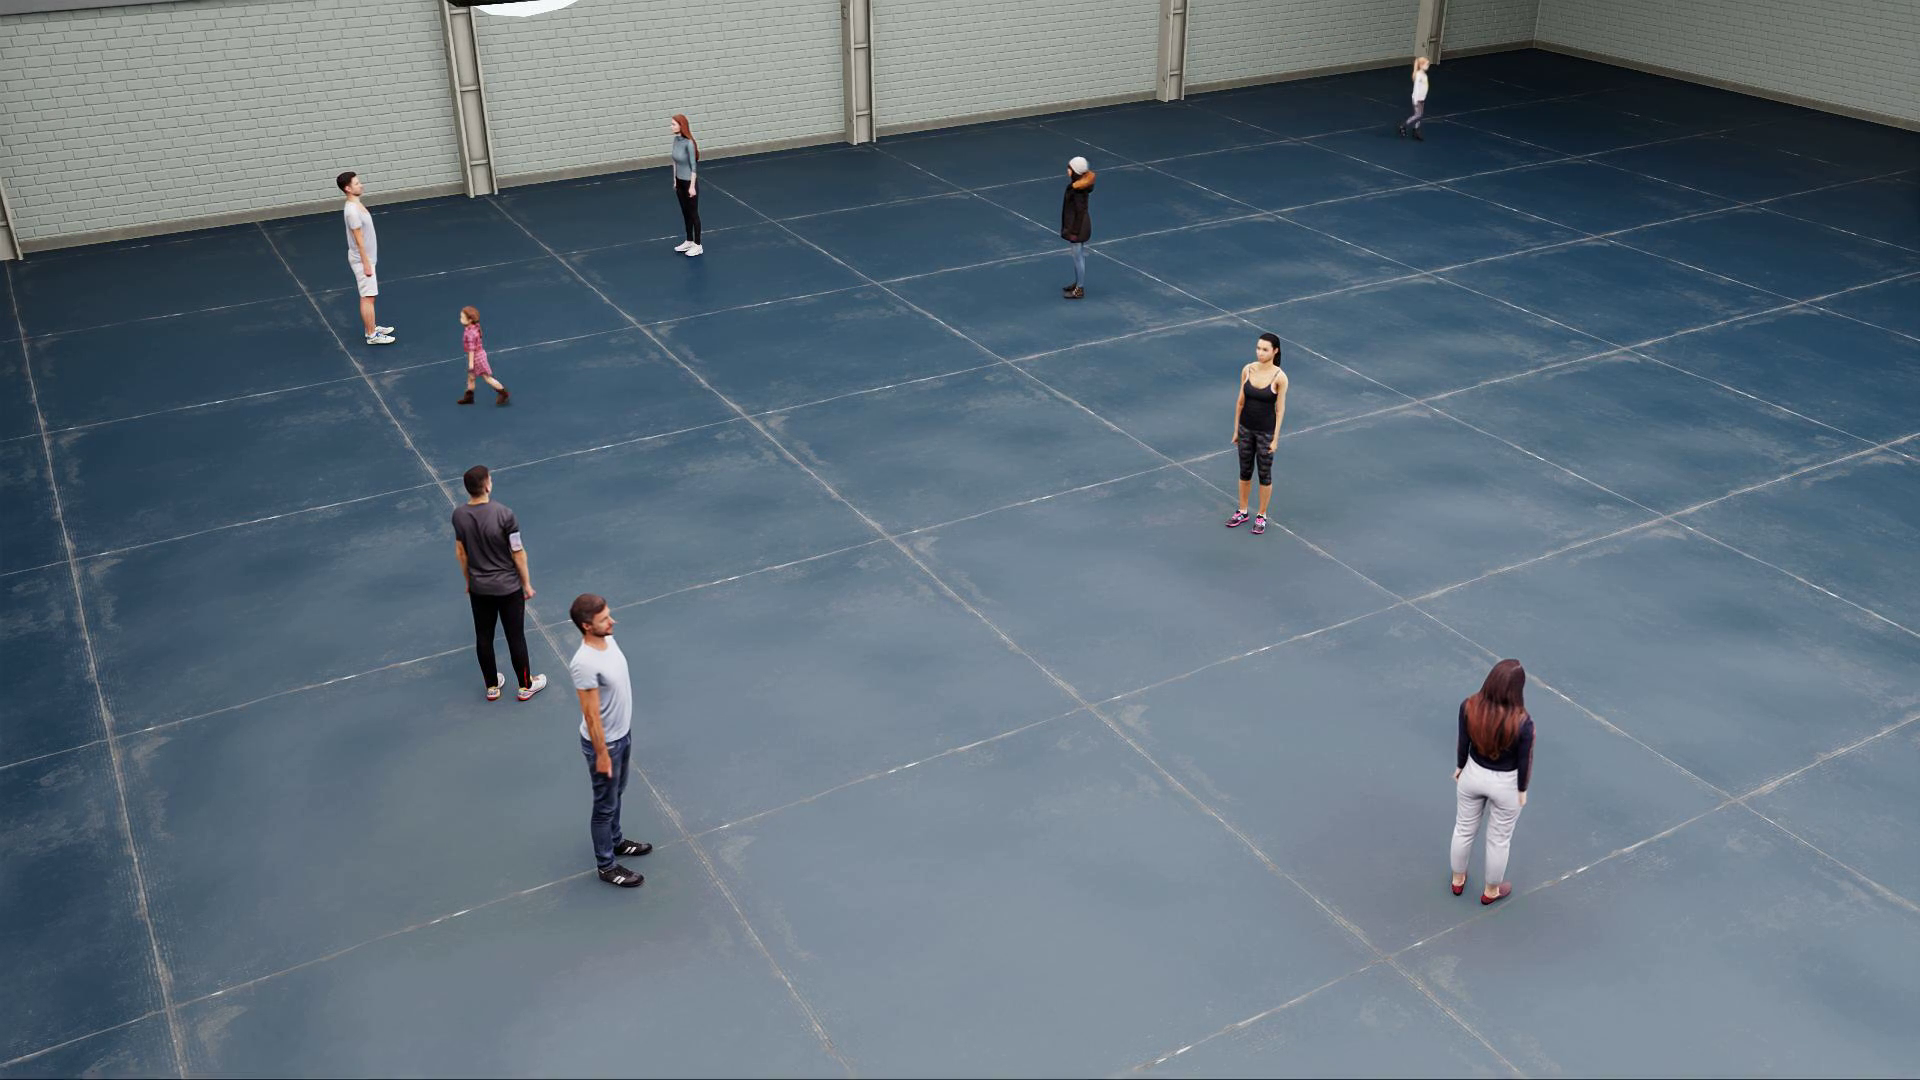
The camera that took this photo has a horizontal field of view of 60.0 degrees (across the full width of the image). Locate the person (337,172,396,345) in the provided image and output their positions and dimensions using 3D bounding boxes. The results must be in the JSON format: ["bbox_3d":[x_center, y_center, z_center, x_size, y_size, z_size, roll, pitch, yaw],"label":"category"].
[{"bbox_3d":[-6.403,-3.029,17.815,0.637,1.855,0.725,-9,29,-17],"label":"person"}]

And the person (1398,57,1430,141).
[{"bbox_3d":[7.099,-6.885,25.939,0.699,1.273,0.688,18,32,31],"label":"person"}]

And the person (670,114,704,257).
[{"bbox_3d":[-3.389,-4.396,20.595,0.562,1.742,0.617,-20,33,-34],"label":"person"}]

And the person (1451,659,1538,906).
[{"bbox_3d":[3.050,1.378,9.527,0.673,1.608,0.669,19,33,32],"label":"person"}]

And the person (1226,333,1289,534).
[{"bbox_3d":[2.487,-0.902,13.821,0.655,1.729,0.674,17,32,30],"label":"person"}]

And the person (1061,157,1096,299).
[{"bbox_3d":[1.355,-3.613,19.190,0.782,1.636,0.744,3,27,5],"label":"person"}]

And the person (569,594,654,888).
[{"bbox_3d":[-2.072,1.145,9.697,0.730,1.865,0.721,1,27,2],"label":"person"}]

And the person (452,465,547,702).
[{"bbox_3d":[-3.205,0.305,11.440,0.693,1.764,0.784,3,27,6],"label":"person"}]

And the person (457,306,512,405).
[{"bbox_3d":[-4.705,-1.798,16.346,0.807,1.011,0.595,-4,28,-9],"label":"person"}]
